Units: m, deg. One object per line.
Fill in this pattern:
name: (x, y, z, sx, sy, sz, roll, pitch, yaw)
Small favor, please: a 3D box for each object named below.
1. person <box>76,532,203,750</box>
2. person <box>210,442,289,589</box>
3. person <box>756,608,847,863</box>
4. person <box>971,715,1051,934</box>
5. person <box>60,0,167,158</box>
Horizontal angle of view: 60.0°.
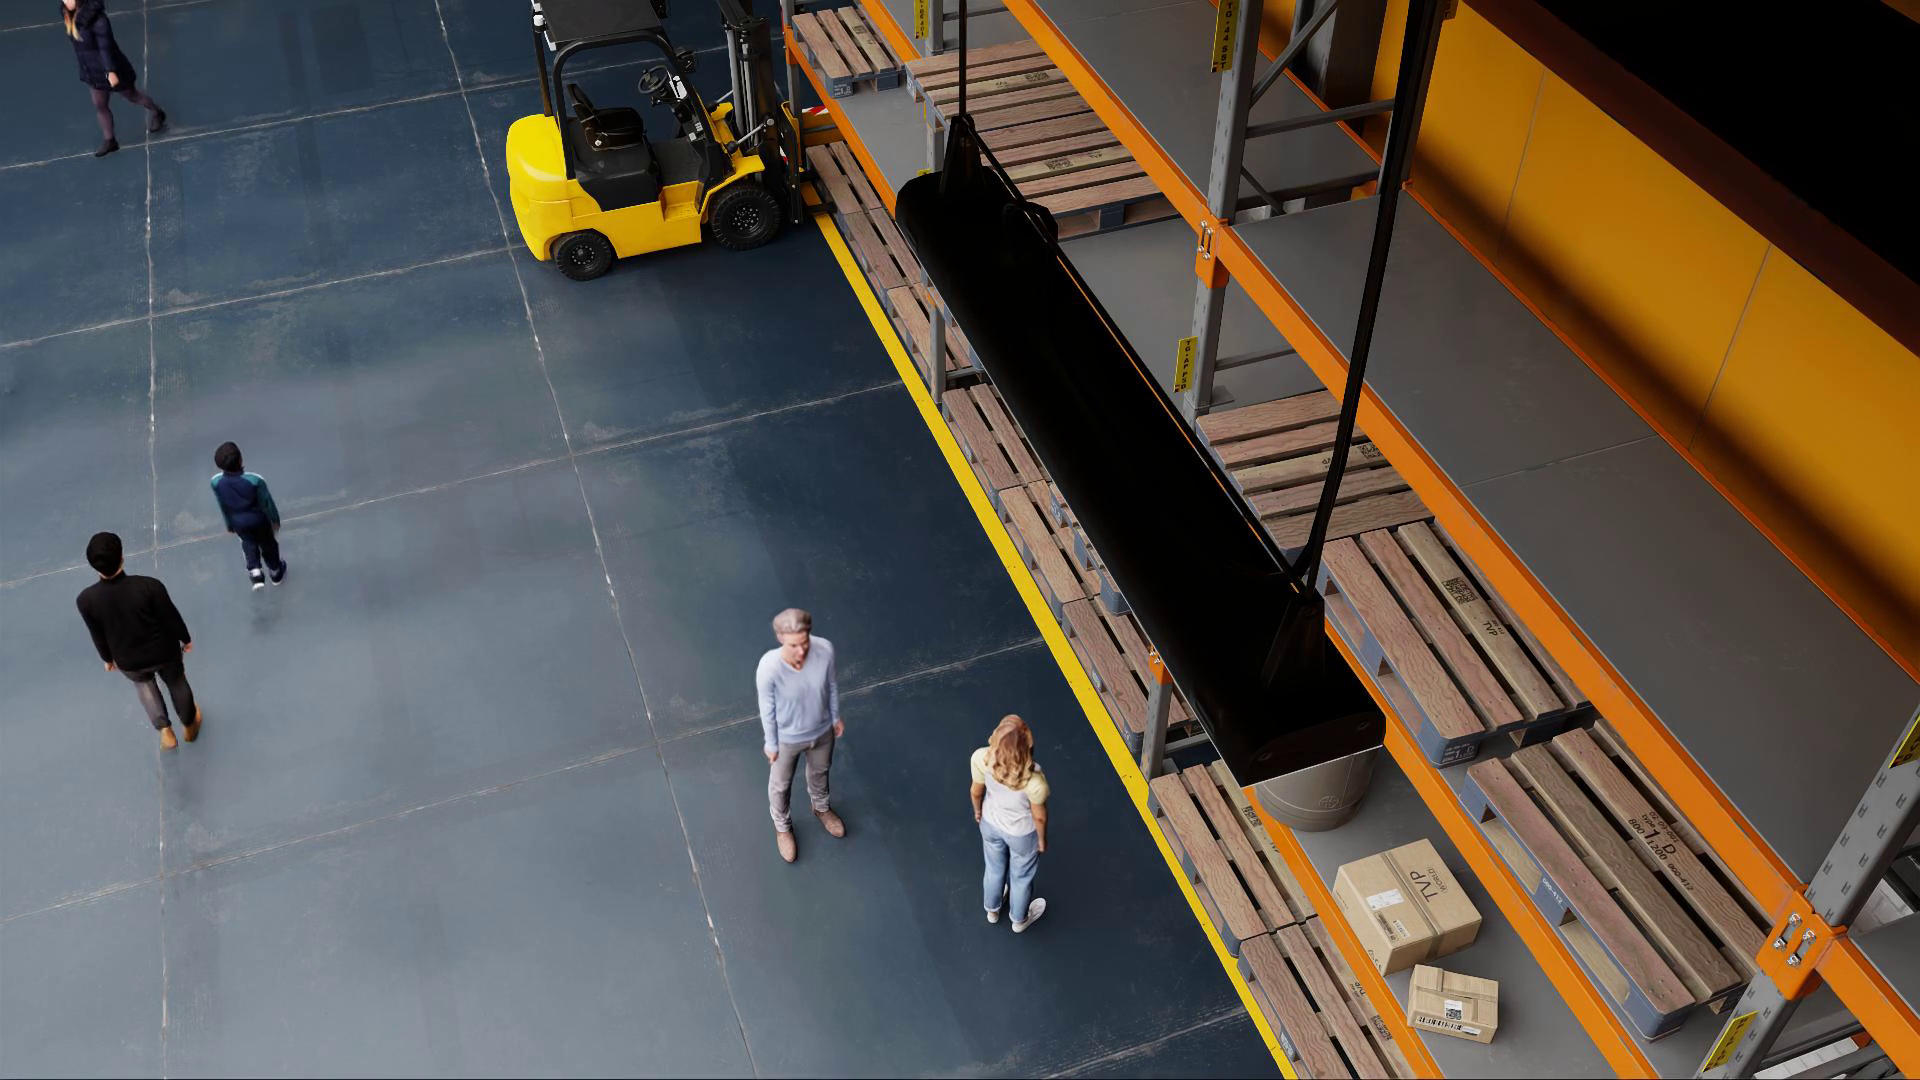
person: (-4.940, 0.684, 10.060, 0.644, 1.710, 0.691, -14, 45, -15)
person: (-4.817, -0.121, 11.243, 0.571, 1.244, 0.657, -6, 44, -6)
person: (-0.917, 1.071, 9.520, 0.689, 1.893, 0.620, -21, 47, -21)
person: (0.278, 1.569, 9.121, 0.695, 1.723, 0.767, 20, 47, 20)
person: (-7.888, -4.445, 15.494, 1.099, 1.640, 1.140, 19, 47, 19)
